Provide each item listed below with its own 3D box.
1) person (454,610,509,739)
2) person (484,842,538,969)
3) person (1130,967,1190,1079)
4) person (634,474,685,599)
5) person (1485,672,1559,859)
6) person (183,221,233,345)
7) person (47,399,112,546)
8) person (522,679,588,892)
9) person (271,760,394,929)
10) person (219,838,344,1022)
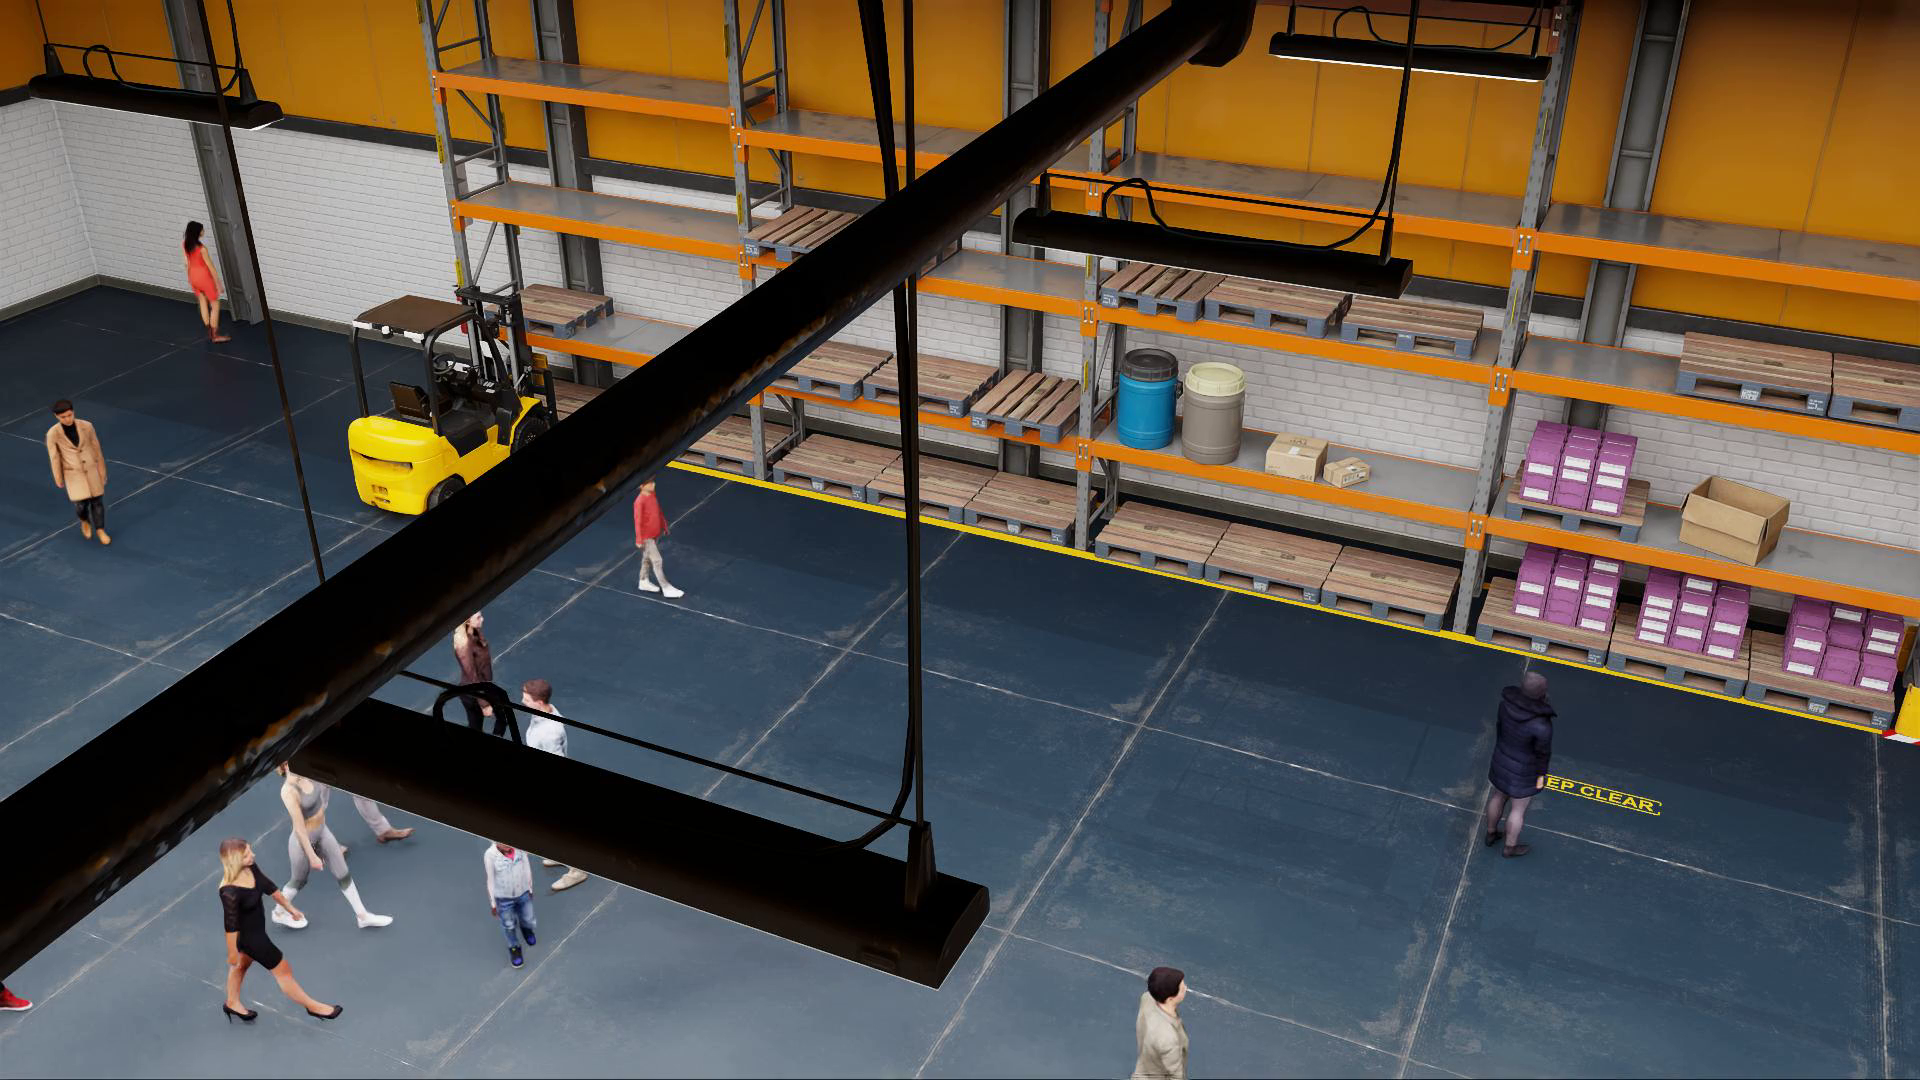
[{"bbox_3d":[-4.136,1.268,13.969,0.775,1.687,0.735,1,29,1],"label":"person"},{"bbox_3d":[-3.285,2.518,12.135,0.623,1.250,0.687,-12,31,-21],"label":"person"},{"bbox_3d":[1.095,3.328,10.015,1.267,1.858,1.062,-2,29,-3],"label":"person"},{"bbox_3d":[-3.193,-0.083,16.743,0.803,1.402,0.610,8,30,14],"label":"person"},{"bbox_3d":[4.392,1.756,13.087,0.858,1.675,0.774,-16,33,-27],"label":"person"},{"bbox_3d":[-10.371,-3.537,22.748,0.548,1.715,0.722,3,29,6],"label":"person"},{"bbox_3d":[-9.358,-0.771,17.694,0.810,1.699,0.895,-22,35,-34],"label":"person"},{"bbox_3d":[-3.111,1.844,12.746,0.777,1.847,0.706,-11,30,-19],"label":"person"},{"bbox_3d":[-4.865,2.232,12.231,1.209,1.660,0.880,1,29,3],"label":"person"},{"bbox_3d":[-4.936,2.713,11.383,1.131,1.627,0.944,-4,29,-8],"label":"person"}]
